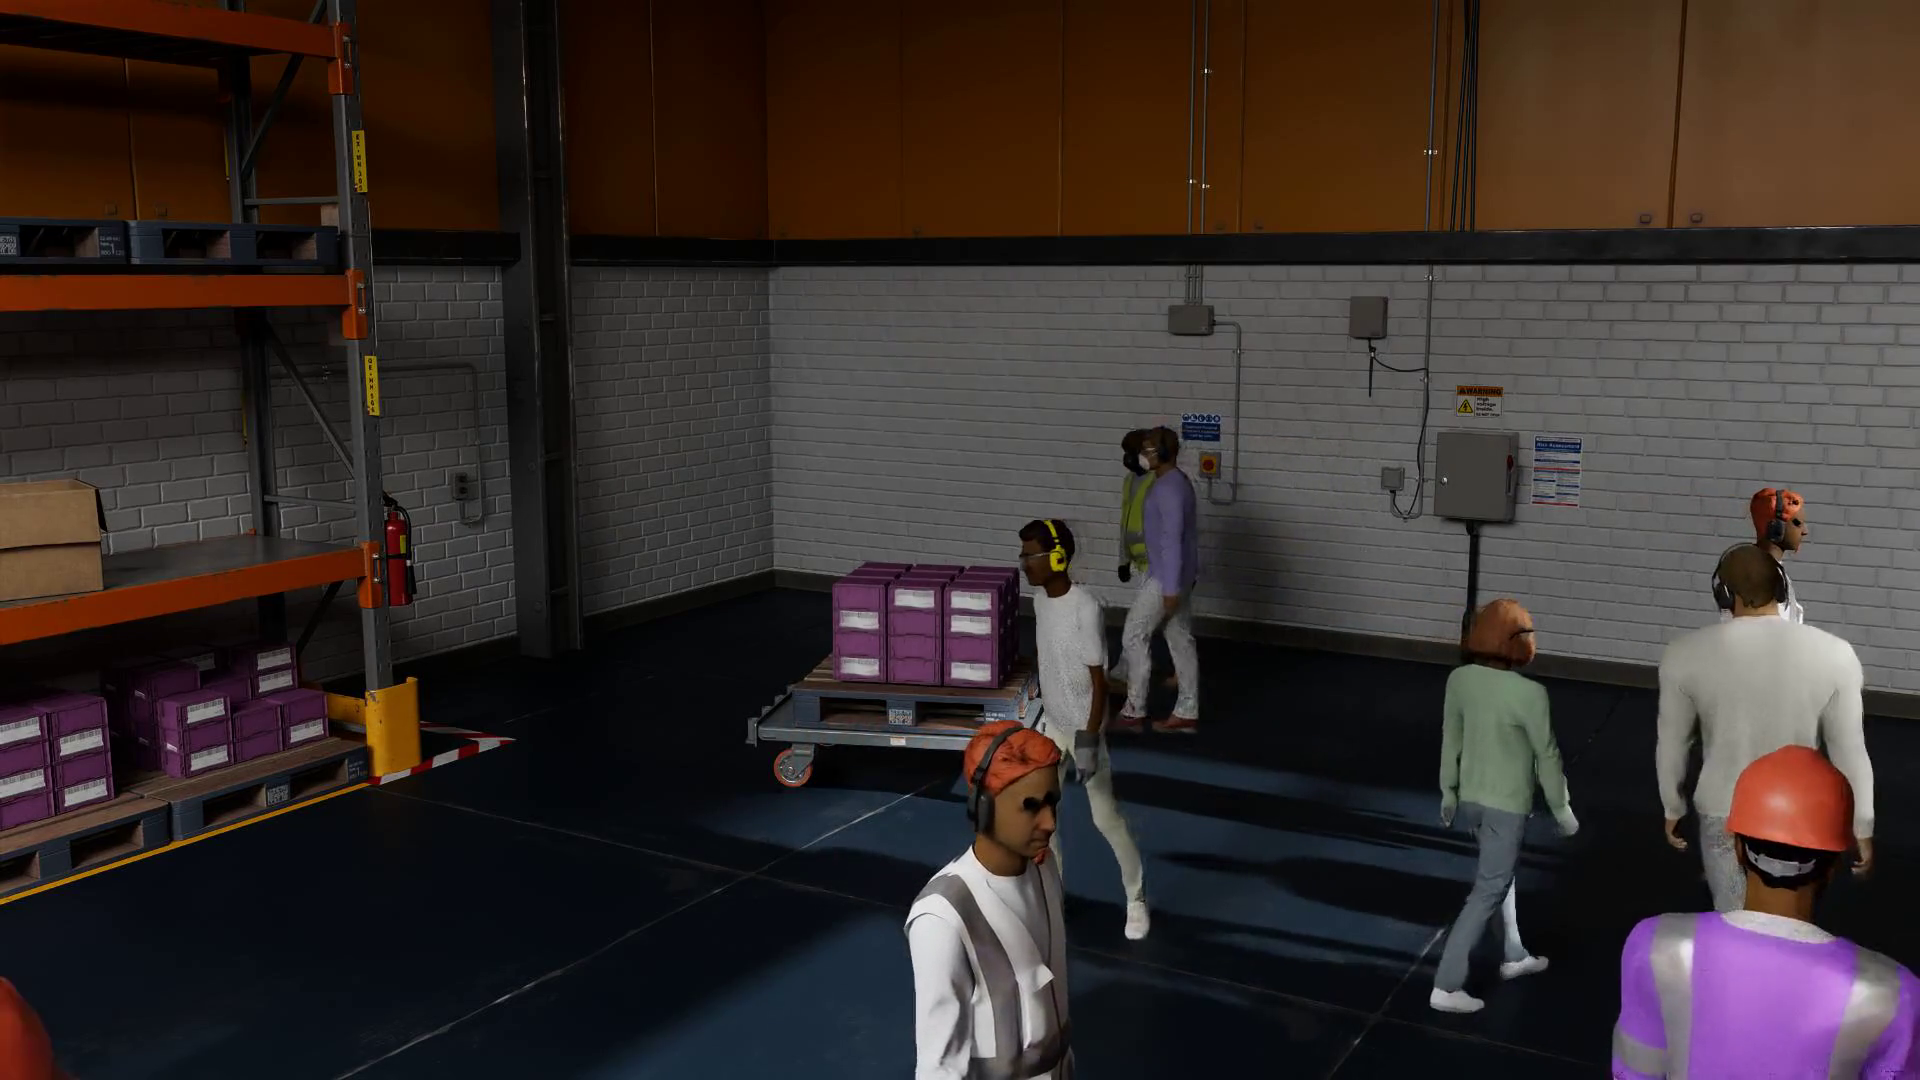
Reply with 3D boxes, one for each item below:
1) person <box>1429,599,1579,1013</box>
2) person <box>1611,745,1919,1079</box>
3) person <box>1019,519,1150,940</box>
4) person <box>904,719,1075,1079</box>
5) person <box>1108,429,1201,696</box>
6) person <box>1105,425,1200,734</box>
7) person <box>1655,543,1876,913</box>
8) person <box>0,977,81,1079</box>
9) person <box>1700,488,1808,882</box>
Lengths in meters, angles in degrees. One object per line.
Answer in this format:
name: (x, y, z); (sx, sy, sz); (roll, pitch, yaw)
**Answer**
person: (2.098, 1.016, 6.455); (0.739, 1.602, 0.501); (-4, 10, -23)
person: (1.583, 1.358, 3.318); (0.564, 1.915, 0.446); (5, 10, 28)
person: (0.542, 0.809, 7.091); (0.688, 1.830, 0.525); (-6, 11, -31)
person: (0.077, 1.318, 3.684); (0.337, 1.882, 0.583); (4, 10, 25)
person: (1.259, 0.154, 11.232); (0.978, 1.792, 0.646); (-3, 10, -18)
person: (1.146, 0.254, 10.214); (0.770, 1.913, 0.662); (2, 9, 12)
person: (2.791, 0.969, 5.812); (0.709, 1.896, 0.591); (4, 10, 21)
person: (-1.348, 1.533, 2.240); (0.452, 1.917, 0.567); (-8, 12, -41)
person: (3.602, 0.703, 7.530); (0.337, 1.879, 0.585); (2, 9, 10)
